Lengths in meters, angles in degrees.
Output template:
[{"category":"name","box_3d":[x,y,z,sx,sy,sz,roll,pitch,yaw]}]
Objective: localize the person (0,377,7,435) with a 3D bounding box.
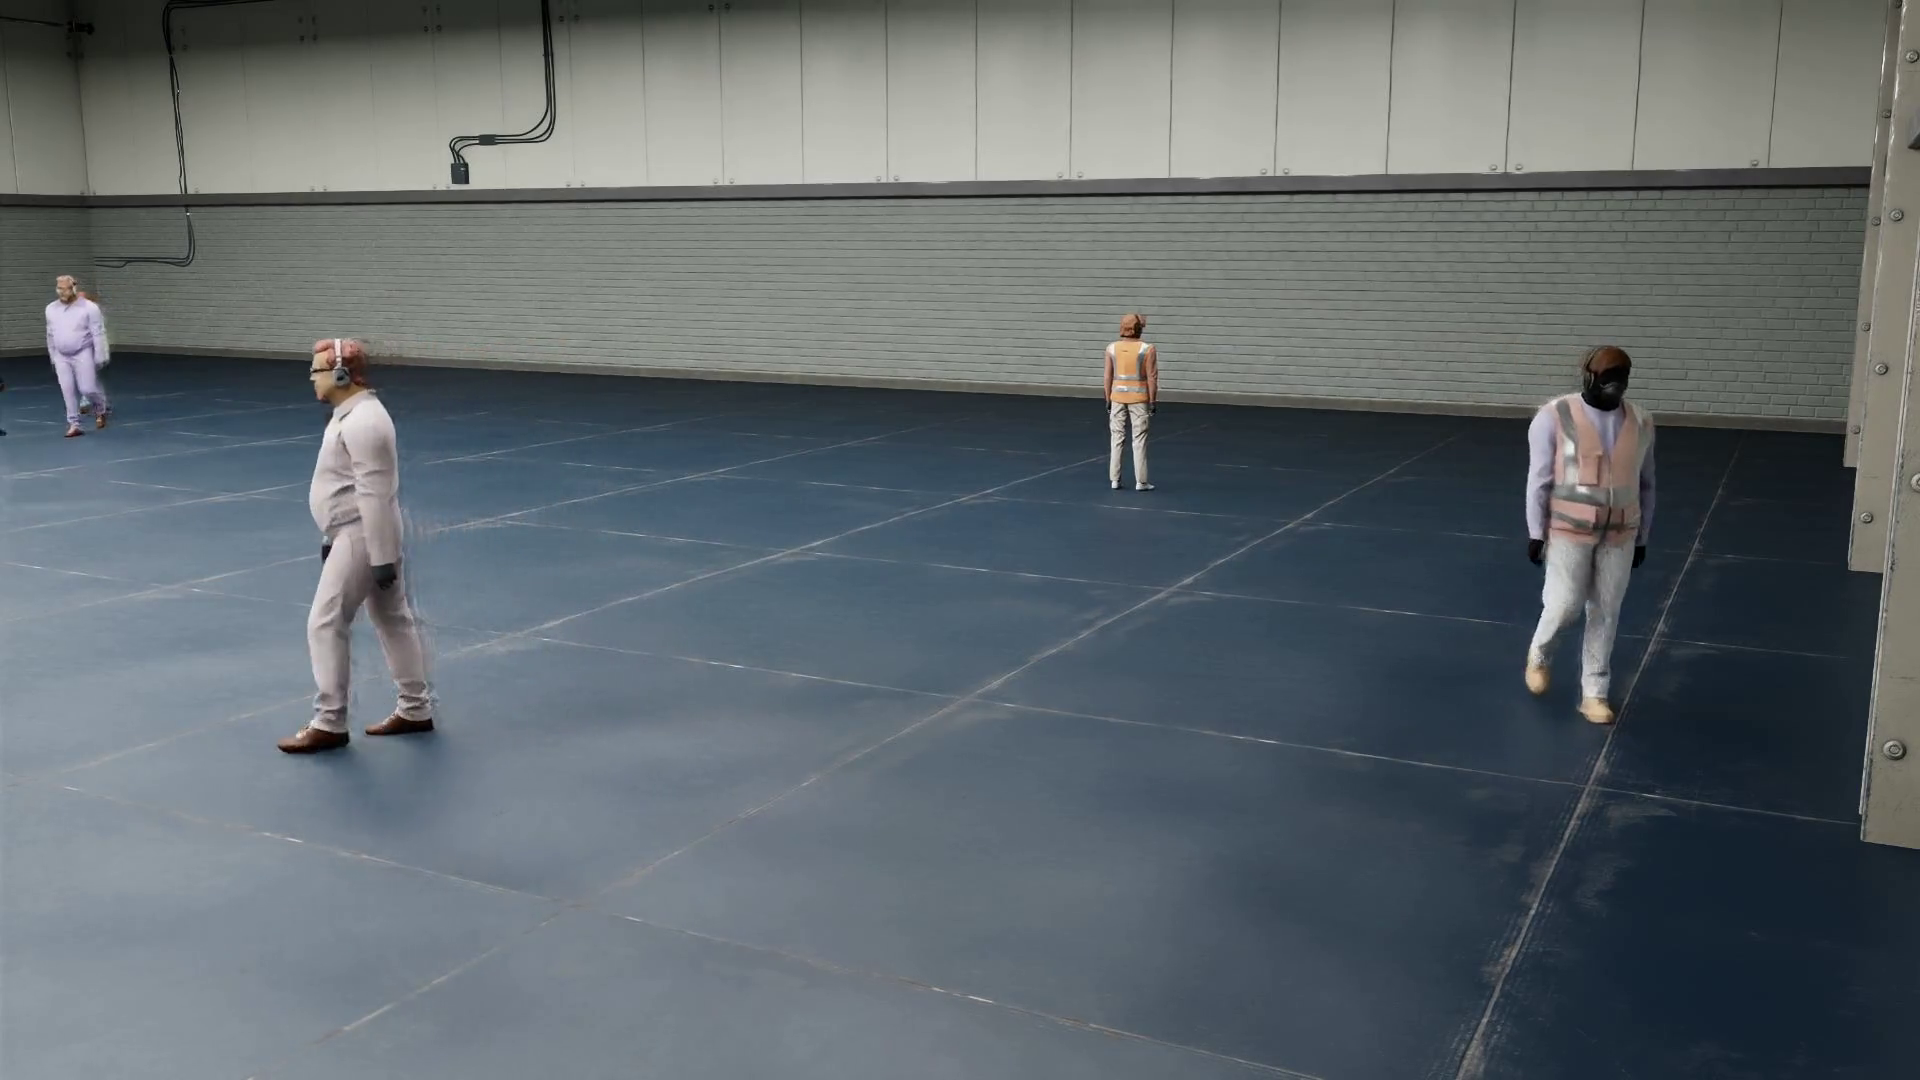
[{"category":"person","box_3d":[-11.285,-2.115,19.218,0.562,1.913,0.558,-6,12,-29]}]

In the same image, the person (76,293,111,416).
[{"category":"person","box_3d":[-11.403,-2.402,21.621,0.523,1.591,0.831,3,11,16]}]

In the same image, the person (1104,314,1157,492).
[{"category":"person","box_3d":[1.568,-1.262,15.331,0.515,1.636,0.315,6,12,28]}]

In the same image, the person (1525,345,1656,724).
[{"category":"person","box_3d":[3.065,-0.038,8.117,0.644,1.831,0.507,-1,10,-3]}]

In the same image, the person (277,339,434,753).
[{"category":"person","box_3d":[-2.858,0.024,7.656,0.812,1.878,0.642,-3,11,-15]}]

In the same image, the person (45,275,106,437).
[{"category":"person","box_3d":[-10.382,-2.166,19.564,0.652,1.887,0.556,0,10,0]}]
